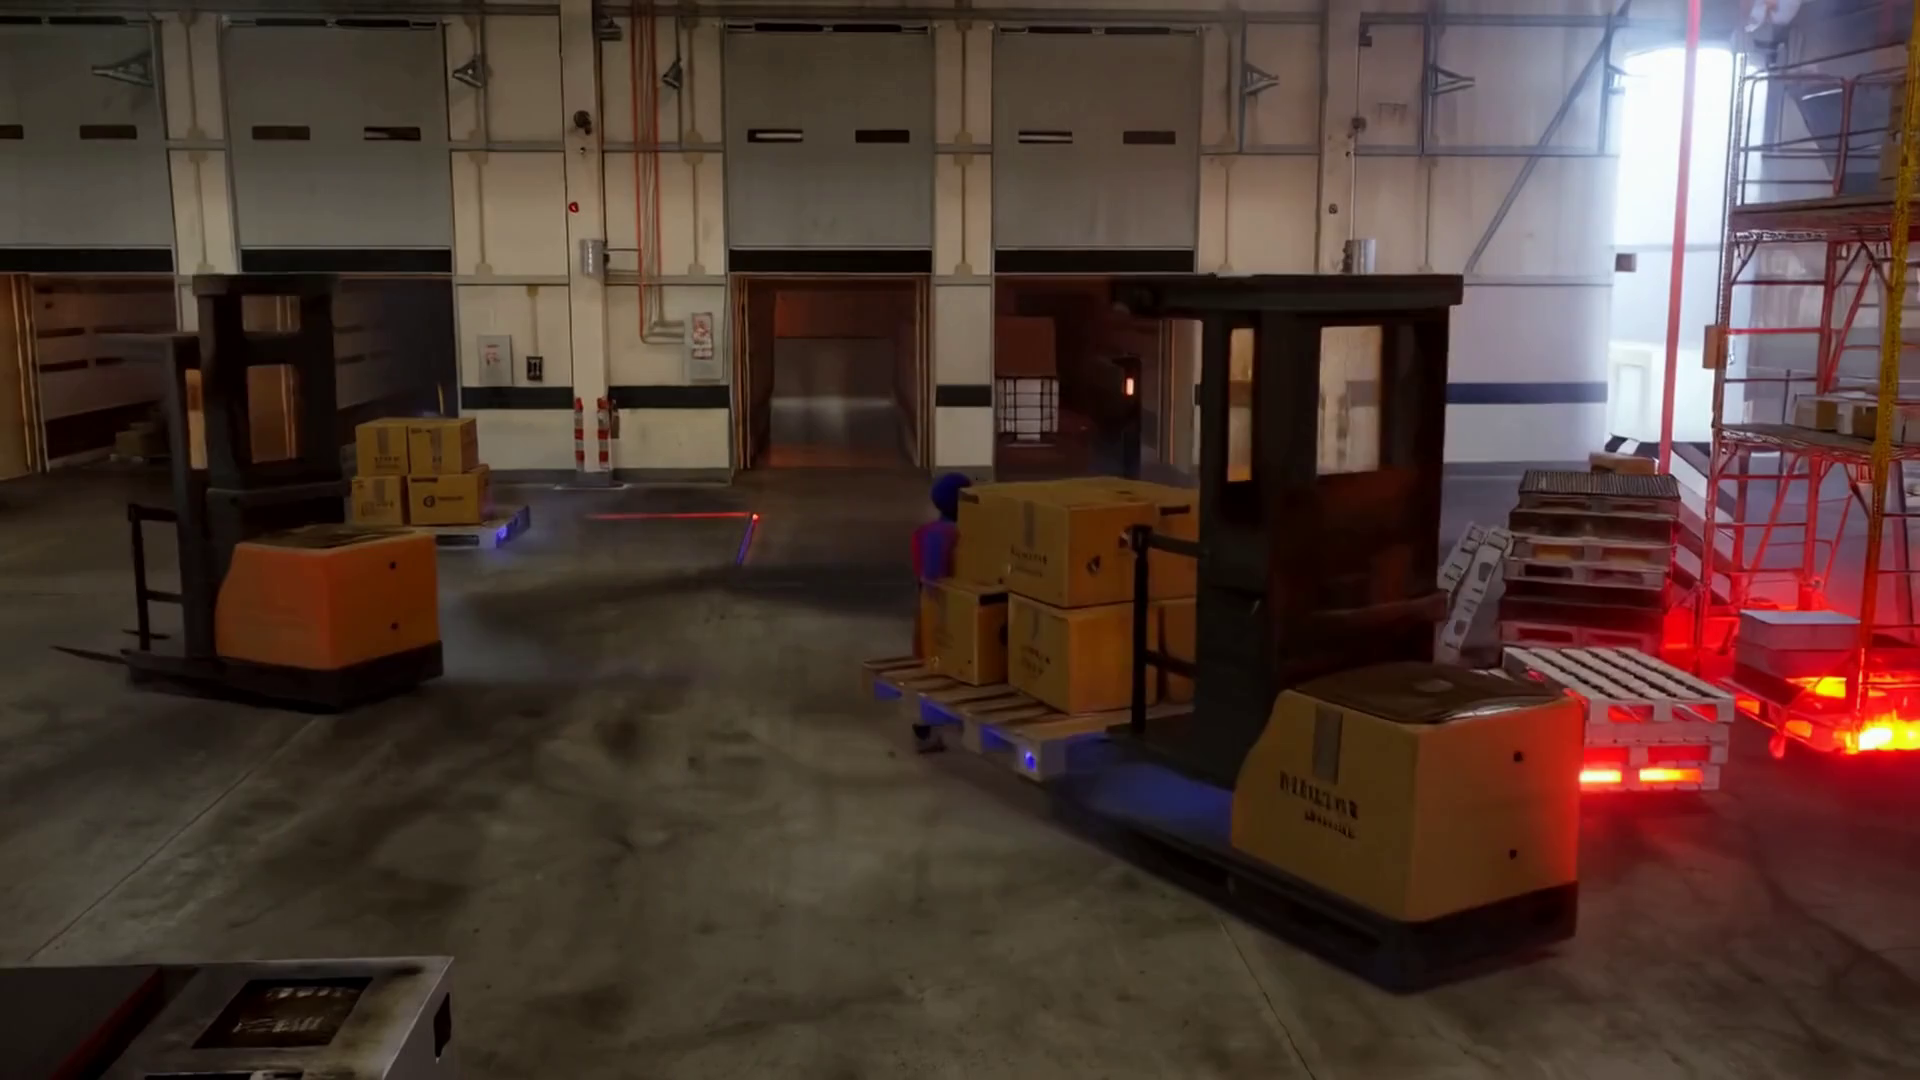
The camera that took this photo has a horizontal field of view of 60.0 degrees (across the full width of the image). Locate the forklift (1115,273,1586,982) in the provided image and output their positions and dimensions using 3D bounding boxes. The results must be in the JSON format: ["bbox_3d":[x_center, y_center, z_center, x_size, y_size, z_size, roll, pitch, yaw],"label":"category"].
[{"bbox_3d":[1.699,0.234,7.278,1.129,2.768,1.873,-5,10,-30],"label":"forklift"}]

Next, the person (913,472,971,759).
[{"bbox_3d":[0.017,0.429,9.814,0.553,1.663,0.769,8,12,43],"label":"person"}]

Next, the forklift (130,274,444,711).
[{"bbox_3d":[-4.589,-0.396,11.237,1.873,2.768,1.129,5,10,27],"label":"forklift"}]

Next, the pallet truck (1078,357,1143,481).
[{"bbox_3d":[2.088,-0.836,16.757,1.885,1.965,0.823,2,9,13],"label":"pallet truck"}]
